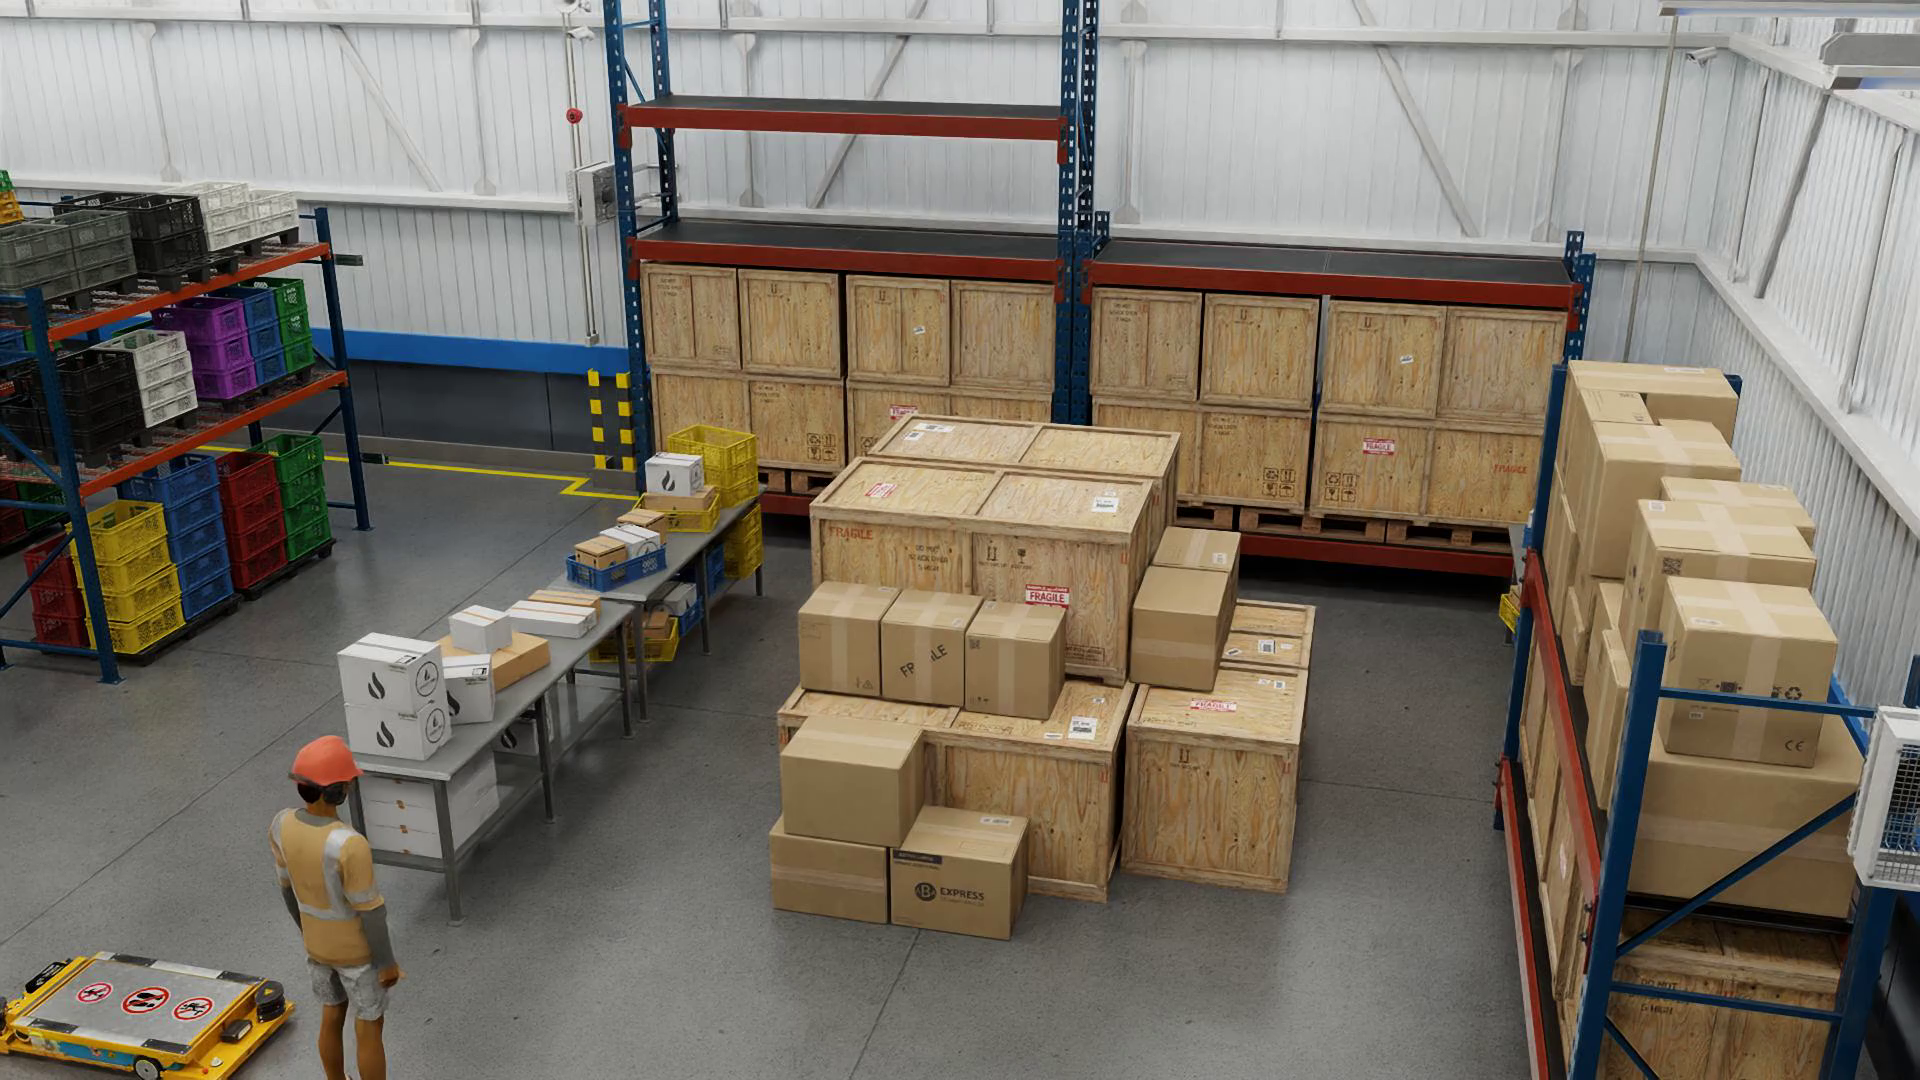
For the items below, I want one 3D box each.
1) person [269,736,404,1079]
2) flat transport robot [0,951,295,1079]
[{"bbox_3d":[-2.848,1.849,7.732,0.604,2.040,0.382,11,24,27],"label":"person"},{"bbox_3d":[-4.270,2.464,8.601,1.431,0.231,0.659,5,22,13],"label":"flat transport robot"}]
